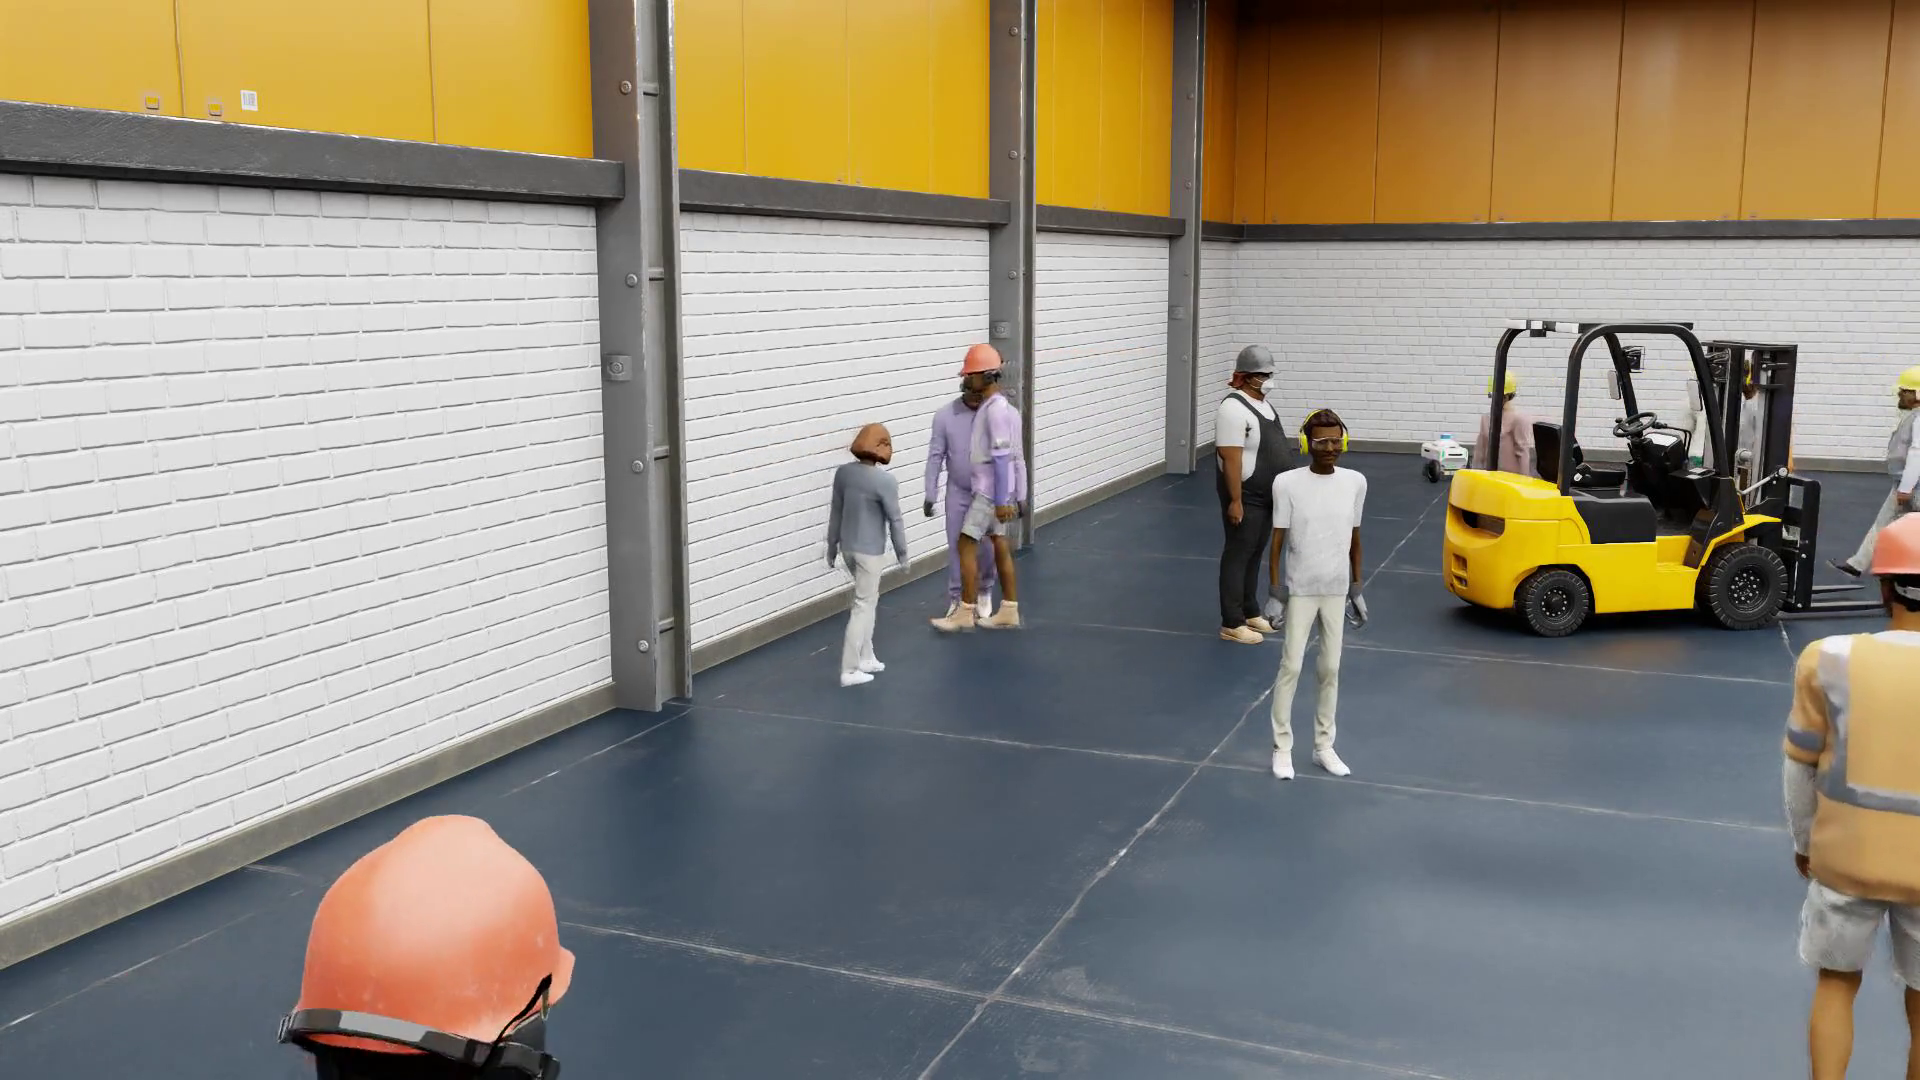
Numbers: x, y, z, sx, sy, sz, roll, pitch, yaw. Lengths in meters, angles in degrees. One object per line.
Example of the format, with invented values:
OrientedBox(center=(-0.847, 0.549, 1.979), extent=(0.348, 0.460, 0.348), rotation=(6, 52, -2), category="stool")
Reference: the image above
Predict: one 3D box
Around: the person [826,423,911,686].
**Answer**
OrientedBox(center=(-0.529, 0.079, 10.238), extent=(0.536, 1.606, 0.603), rotation=(9, 13, 43), category="person")

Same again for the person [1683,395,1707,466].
OrientedBox(center=(6.607, -0.723, 14.777), extent=(0.736, 1.742, 0.533), rotation=(-5, 10, -26), category="person")

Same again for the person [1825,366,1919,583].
OrientedBox(center=(7.471, -0.484, 13.164), extent=(0.956, 1.772, 0.598), rotation=(4, 10, 24), category="person")

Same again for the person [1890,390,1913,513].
OrientedBox(center=(8.792, -0.892, 15.107), extent=(0.625, 1.958, 0.818), rotation=(4, 10, 24), category="person")

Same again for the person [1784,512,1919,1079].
OrientedBox(center=(2.496, 0.883, 4.471), extent=(0.562, 1.913, 0.535), rotation=(6, 11, 32), category="person")

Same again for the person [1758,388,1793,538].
OrientedBox(center=(6.837, -0.613, 14.242), extent=(0.631, 1.664, 0.578), rotation=(2, 10, 15), category="person")

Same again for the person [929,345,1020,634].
OrientedBox(center=(0.078, -0.353, 11.657), extent=(0.758, 2.017, 0.613), rotation=(0, 9, 1), category="person")

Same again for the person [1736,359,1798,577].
OrientedBox(center=(6.459, -0.564, 13.579), extent=(0.992, 1.812, 0.486), rotation=(4, 10, 22), category="person")

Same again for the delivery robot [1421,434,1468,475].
OrientedBox(center=(5.786, -1.027, 19.876), extent=(0.477, 0.478, 0.707), rotation=(-1, 10, -6), category="delivery robot")

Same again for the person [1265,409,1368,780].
OrientedBox(center=(1.792, 0.269, 8.334), extent=(0.534, 1.868, 0.309), rotation=(-2, 10, -10), category="person")

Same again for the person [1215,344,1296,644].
OrientedBox(center=(2.033, -0.326, 11.418), extent=(0.539, 2.000, 0.689), rotation=(5, 11, 27), category="person")

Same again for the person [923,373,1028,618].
OrientedBox(center=(0.111, -0.326, 11.914), extent=(0.767, 1.873, 0.487), rotation=(1, 9, 8), category="person")

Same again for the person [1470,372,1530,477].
OrientedBox(center=(4.252, -0.481, 13.276), extent=(0.686, 1.726, 0.581), rotation=(-2, 10, -14), category="person")

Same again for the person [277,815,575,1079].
OrientedBox(center=(-0.498, 1.267, 1.873), extent=(0.634, 1.997, 1.020), rotation=(3, 10, 17), category="person")

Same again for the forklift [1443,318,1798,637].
OrientedBox(center=(4.706, -0.497, 11.990), extent=(2.313, 2.155, 1.214), rotation=(-2, 10, -10), category="forklift")
